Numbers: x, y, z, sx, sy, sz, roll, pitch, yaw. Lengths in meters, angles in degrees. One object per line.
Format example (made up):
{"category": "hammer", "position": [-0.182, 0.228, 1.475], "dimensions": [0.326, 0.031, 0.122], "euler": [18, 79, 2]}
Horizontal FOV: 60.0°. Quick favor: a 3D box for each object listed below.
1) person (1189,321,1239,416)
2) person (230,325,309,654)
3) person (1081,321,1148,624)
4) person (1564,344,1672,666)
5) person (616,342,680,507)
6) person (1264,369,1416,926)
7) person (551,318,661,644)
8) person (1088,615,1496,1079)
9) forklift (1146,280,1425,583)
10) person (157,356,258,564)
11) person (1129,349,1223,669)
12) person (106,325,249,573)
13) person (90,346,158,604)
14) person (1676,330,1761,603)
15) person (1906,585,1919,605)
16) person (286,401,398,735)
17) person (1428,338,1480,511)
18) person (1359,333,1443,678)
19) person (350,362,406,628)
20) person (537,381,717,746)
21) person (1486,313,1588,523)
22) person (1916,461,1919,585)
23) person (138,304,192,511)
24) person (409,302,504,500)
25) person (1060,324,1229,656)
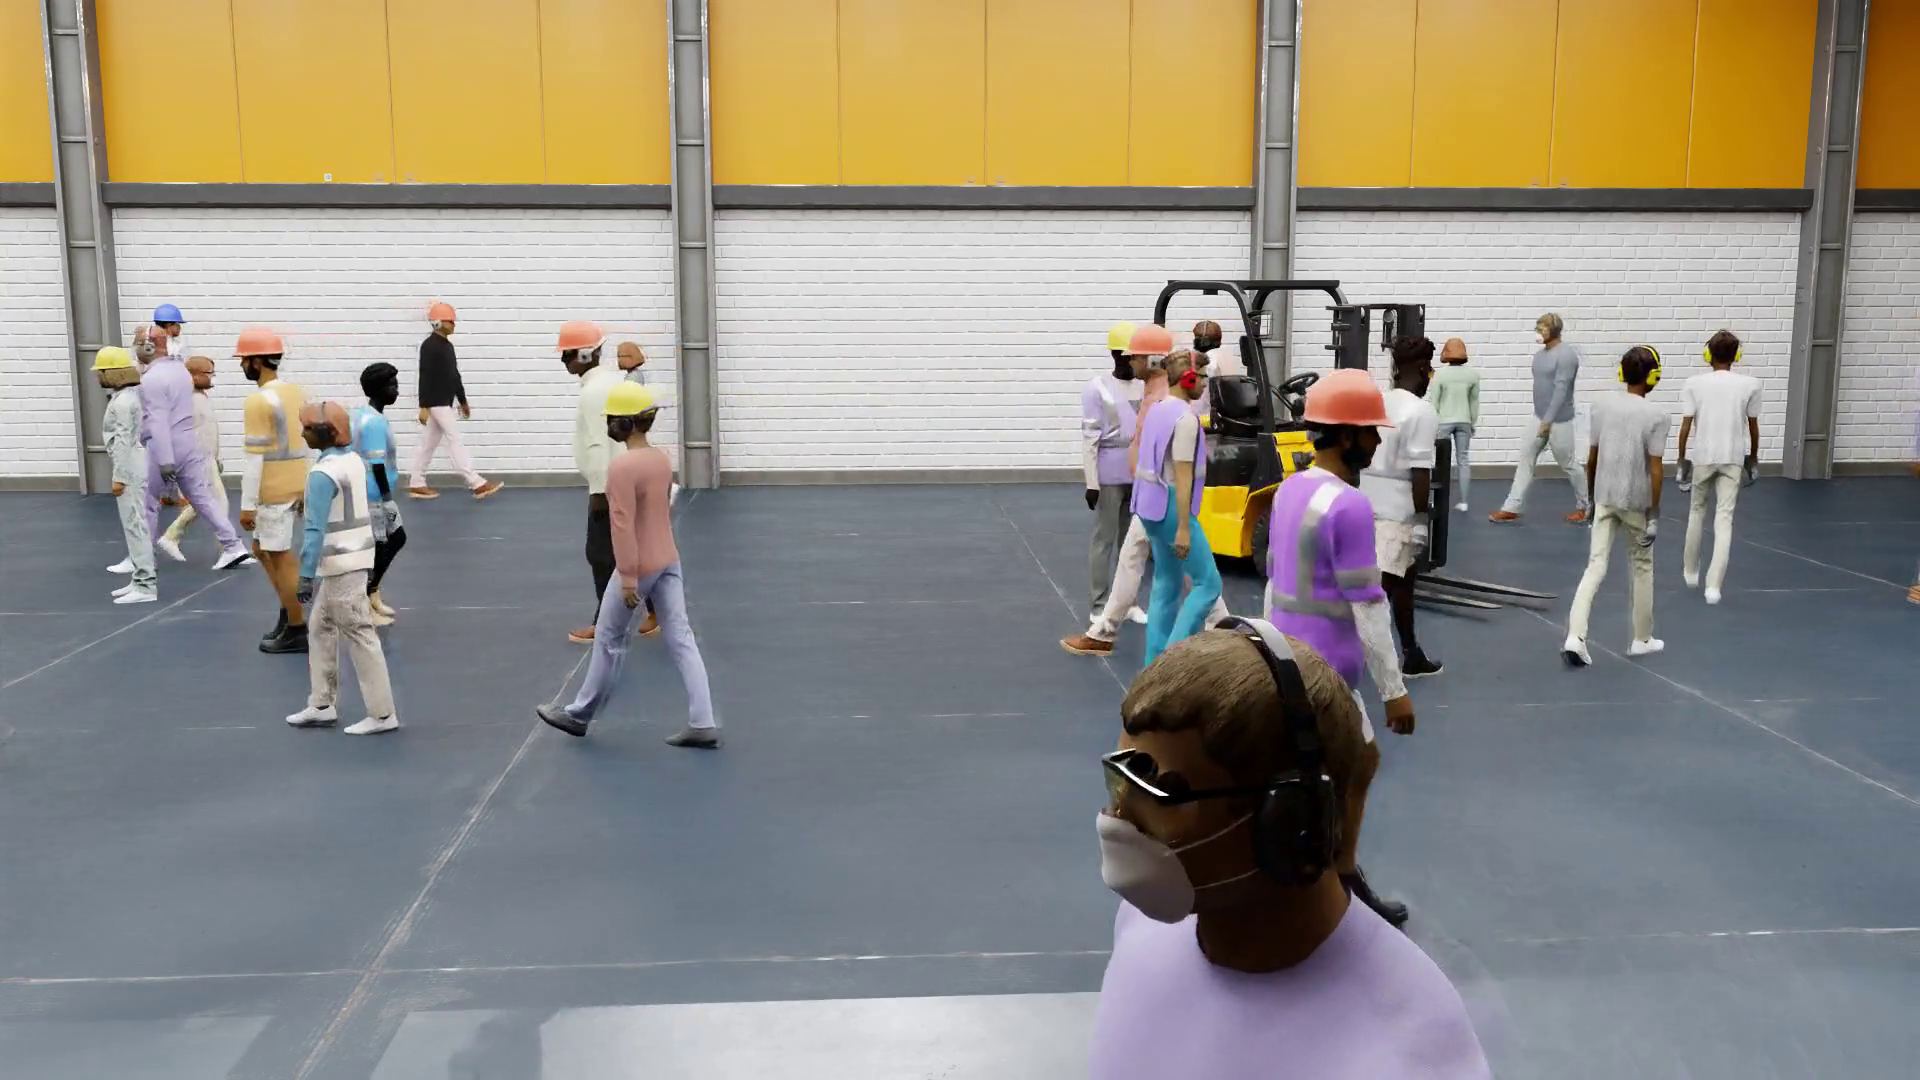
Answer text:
{"category": "person", "position": [2.110, -0.934, 14.093], "dimensions": [0.431, 1.836, 0.624], "euler": [7, 11, 36]}
{"category": "person", "position": [-4.041, -0.280, 9.670], "dimensions": [0.496, 1.924, 0.568], "euler": [0, 9, 2]}
{"category": "person", "position": [1.023, -0.404, 10.448], "dimensions": [0.594, 1.926, 0.367], "euler": [-7, 11, -38]}
{"category": "person", "position": [3.753, -0.198, 9.480], "dimensions": [0.939, 1.834, 0.533], "euler": [-9, 13, -44]}
{"category": "person", "position": [-2.906, -1.004, 15.171], "dimensions": [0.555, 1.614, 0.509], "euler": [-1, 9, -3]}
{"category": "person", "position": [1.278, 0.410, 5.390], "dimensions": [0.743, 1.911, 0.555], "euler": [-1, 9, -4]}
{"category": "person", "position": [-2.070, -0.329, 9.880], "dimensions": [0.648, 1.967, 0.648], "euler": [-2, 9, -11]}
{"category": "person", "position": [0.201, 1.018, 1.631], "dimensions": [0.985, 1.888, 0.655], "euler": [-3, 10, -21]}
{"category": "forklift", "position": [2.301, -0.860, 12.475], "dimensions": [1.214, 2.155, 2.313], "euler": [-6, 11, -35]}
{"category": "person", "position": [-5.803, -0.603, 12.706], "dimensions": [0.717, 1.609, 0.509], "euler": [-2, 9, -11]}
{"category": "person", "position": [1.159, -0.100, 8.863], "dimensions": [0.483, 1.817, 0.598], "euler": [-2, 9, -13]}
{"category": "person", "position": [-5.840, -0.668, 12.354], "dimensions": [0.994, 1.862, 0.648], "euler": [0, 9, 0]}
{"category": "person", "position": [-5.685, -0.445, 11.304], "dimensions": [0.309, 1.739, 0.484], "euler": [-4, 10, -25]}
{"category": "person", "position": [5.230, -0.521, 11.475], "dimensions": [0.518, 1.828, 0.914], "euler": [4, 10, 25]}
{"category": "person", "position": [6.627, -0.520, 11.147], "dimensions": [0.355, 1.936, 0.635], "euler": [6, 11, 35]}
{"category": "person", "position": [-3.044, 0.146, 7.950], "dimensions": [0.691, 1.610, 0.539], "euler": [-1, 9, -3]}
{"category": "person", "position": [4.610, -1.074, 15.573], "dimensions": [0.507, 1.632, 0.265], "euler": [-1, 9, -8]}
{"category": "person", "position": [2.247, -0.147, 8.924], "dimensions": [0.940, 1.917, 0.652], "euler": [-2, 9, -14]}
{"category": "person", "position": [-3.673, -0.275, 10.422], "dimensions": [0.393, 1.674, 0.587], "euler": [-3, 10, -21]}
{"category": "person", "position": [-1.545, 0.119, 7.789], "dimensions": [0.920, 1.715, 0.546], "euler": [3, 10, 20]}
{"category": "person", "position": [5.261, -1.072, 14.794], "dimensions": [1.005, 1.893, 0.632], "euler": [-2, 9, -14]}
{"category": "person", "position": [6.982, -0.582, 11.355], "dimensions": [0.598, 1.989, 0.998], "euler": [-2, 9, -14]}
{"category": "person", "position": [-7.433, -1.246, 15.679], "dimensions": [0.616, 1.943, 0.395], "euler": [3, 10, 18]}
{"category": "person", "position": [-5.033, -1.361, 16.402], "dimensions": [1.008, 1.936, 0.647], "euler": [0, 9, 1]}
{"category": "person", "position": [1.158, -0.281, 9.651], "dimensions": [1.048, 1.942, 0.651], "euler": [0, 9, 3]}
